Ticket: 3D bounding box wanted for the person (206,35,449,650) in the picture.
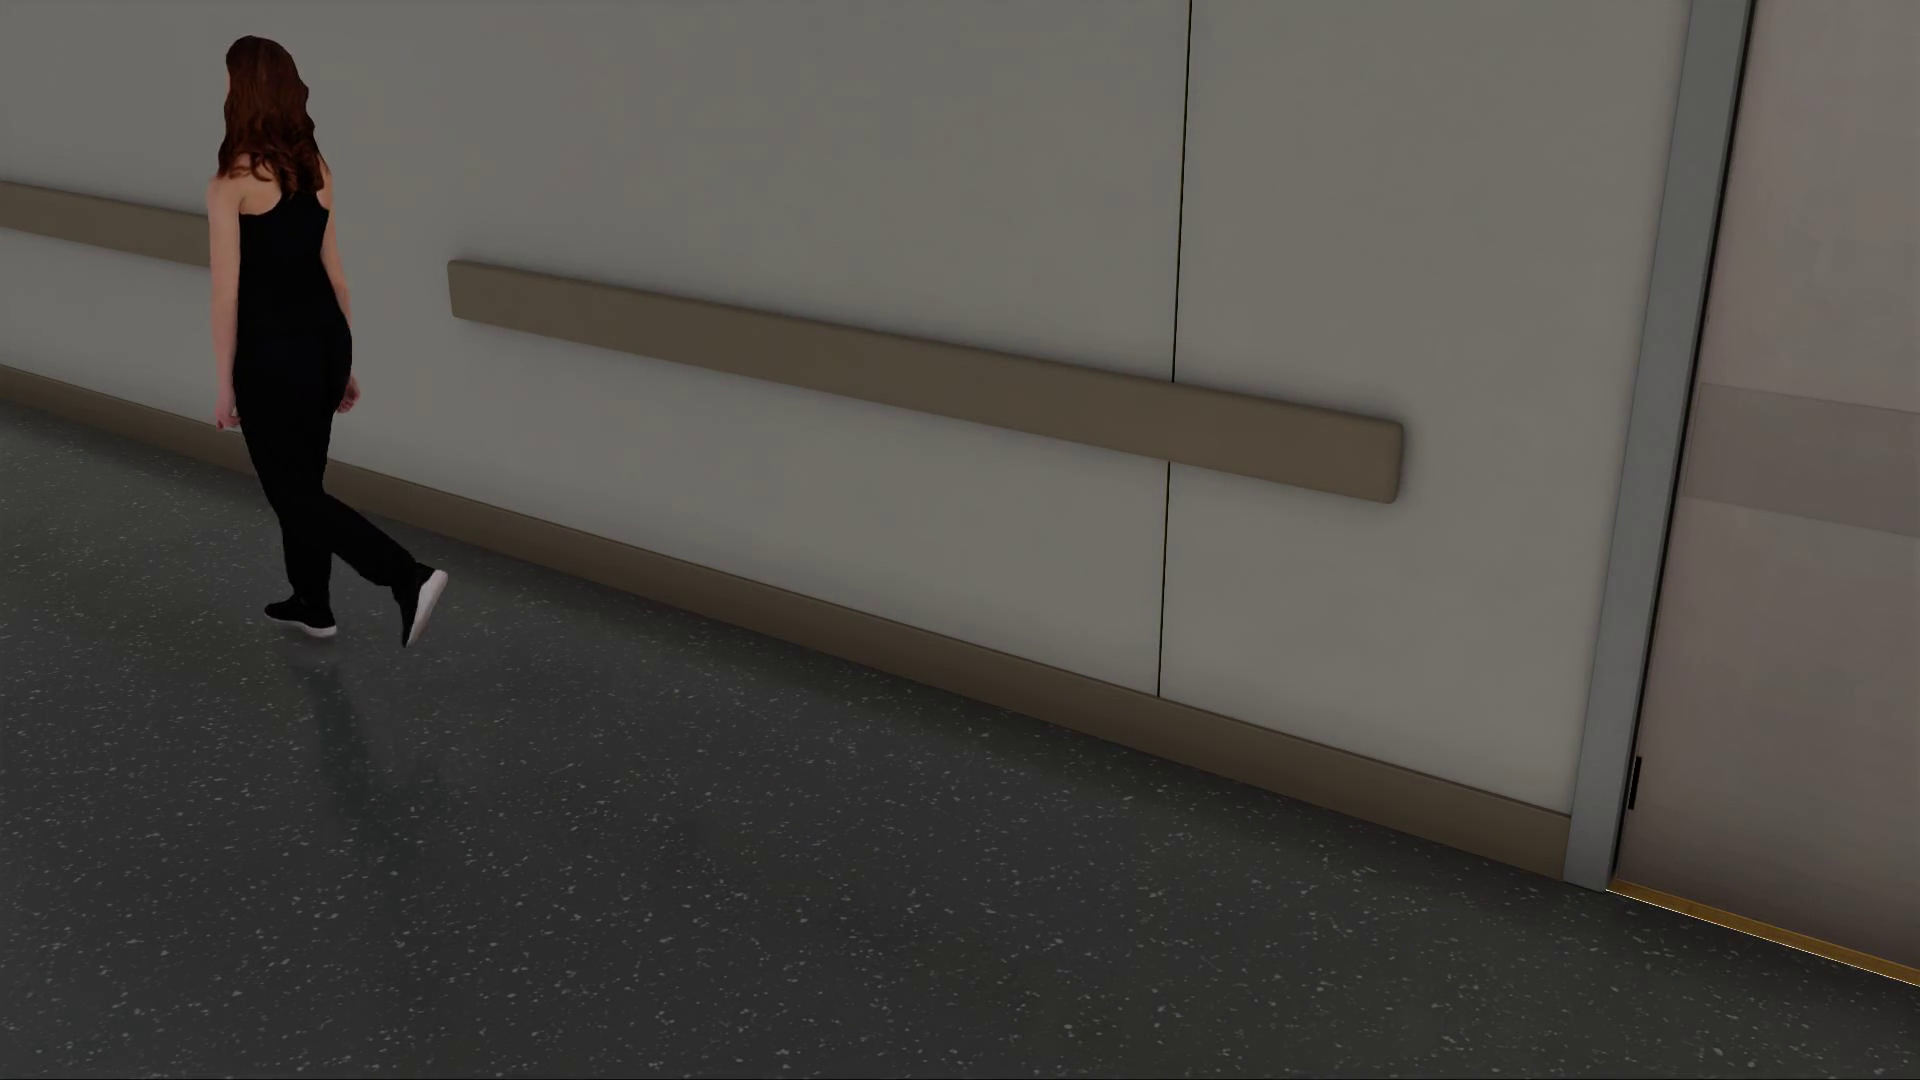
[{"bbox_3d":[-1.775,-0.467,4.580,0.759,1.721,0.986,10,23,24],"label":"person"}]
